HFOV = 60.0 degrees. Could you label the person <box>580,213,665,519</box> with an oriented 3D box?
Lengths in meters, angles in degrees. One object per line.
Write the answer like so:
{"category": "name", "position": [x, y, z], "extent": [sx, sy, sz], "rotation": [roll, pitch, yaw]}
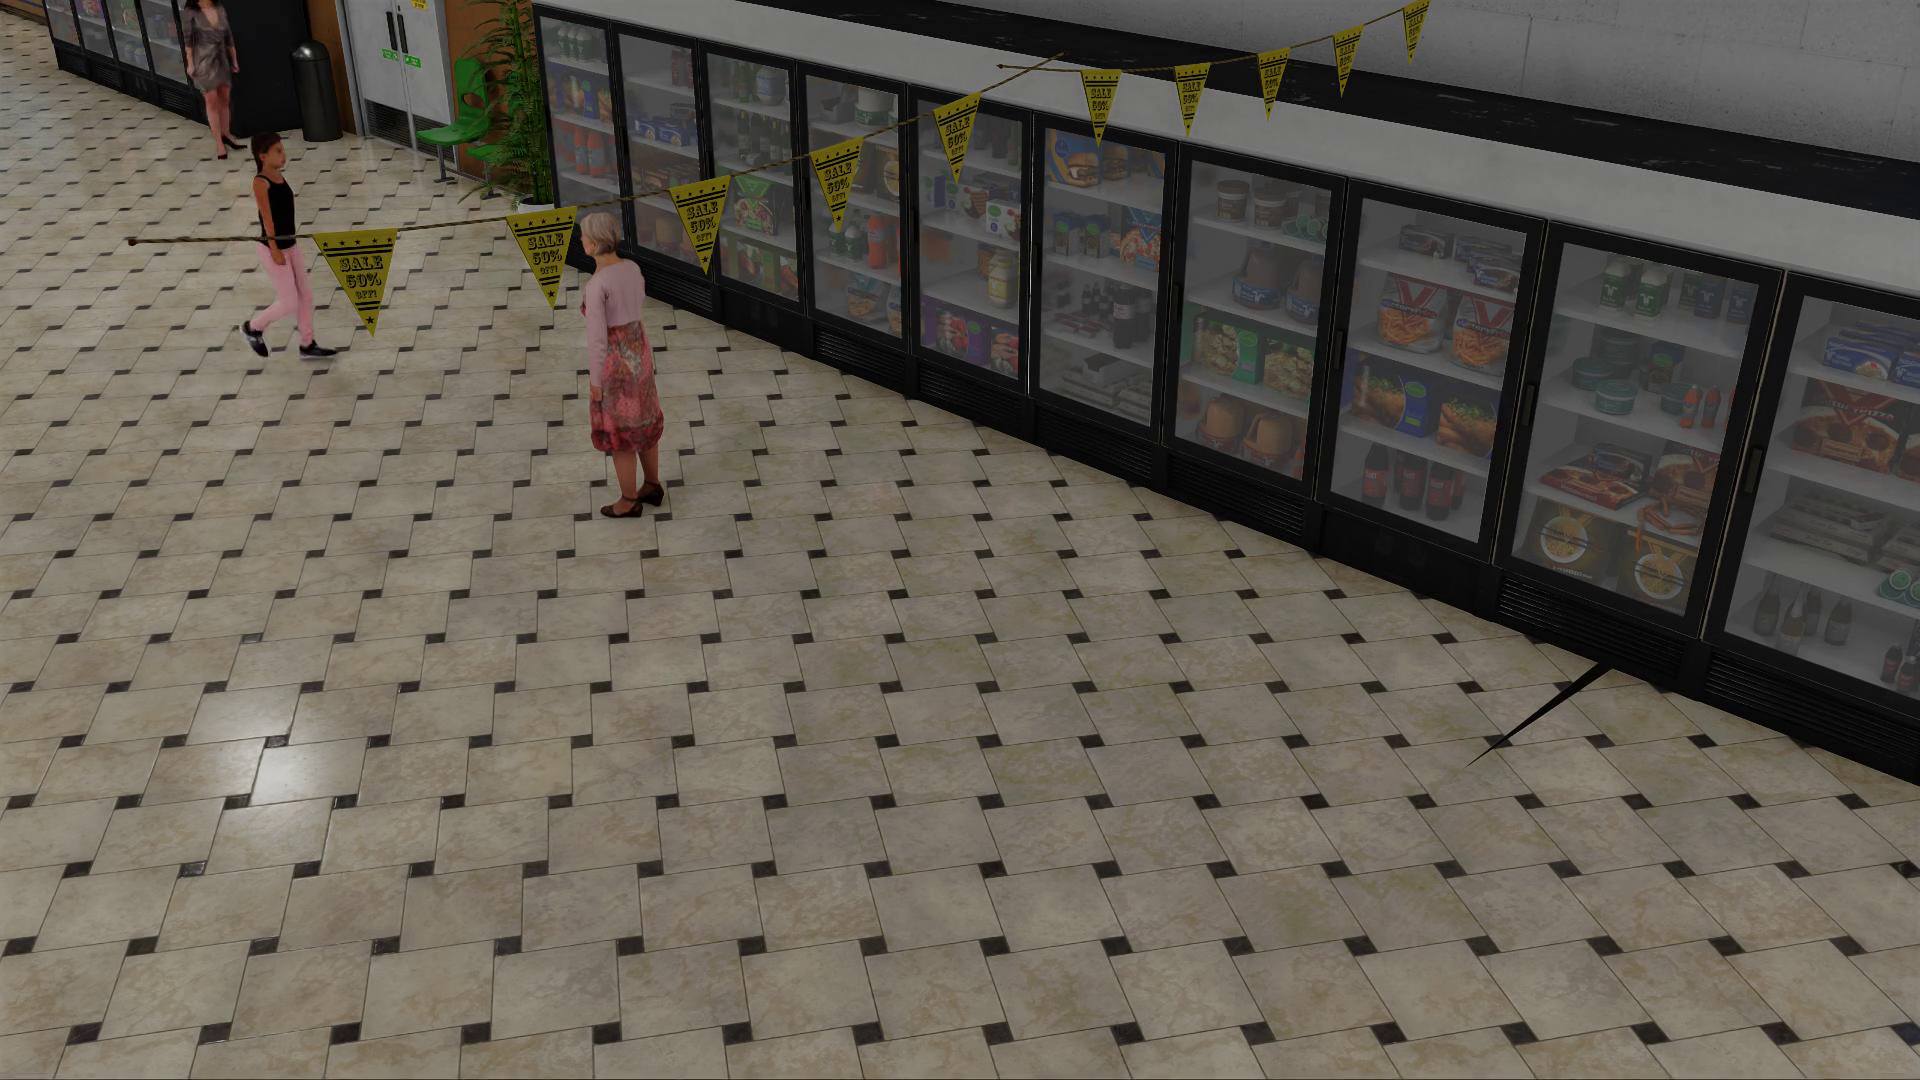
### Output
{"category": "person", "position": [-1.797, -0.922, 8.882], "extent": [0.718, 1.693, 0.607], "rotation": [12, 29, 22]}

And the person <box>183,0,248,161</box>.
{"category": "person", "position": [-7.226, -4.583, 16.067], "extent": [0.821, 1.724, 0.734], "rotation": [14, 30, 26]}

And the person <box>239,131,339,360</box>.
{"category": "person", "position": [-4.549, -1.912, 10.991], "extent": [0.849, 1.551, 0.831], "rotation": [3, 27, 6]}
